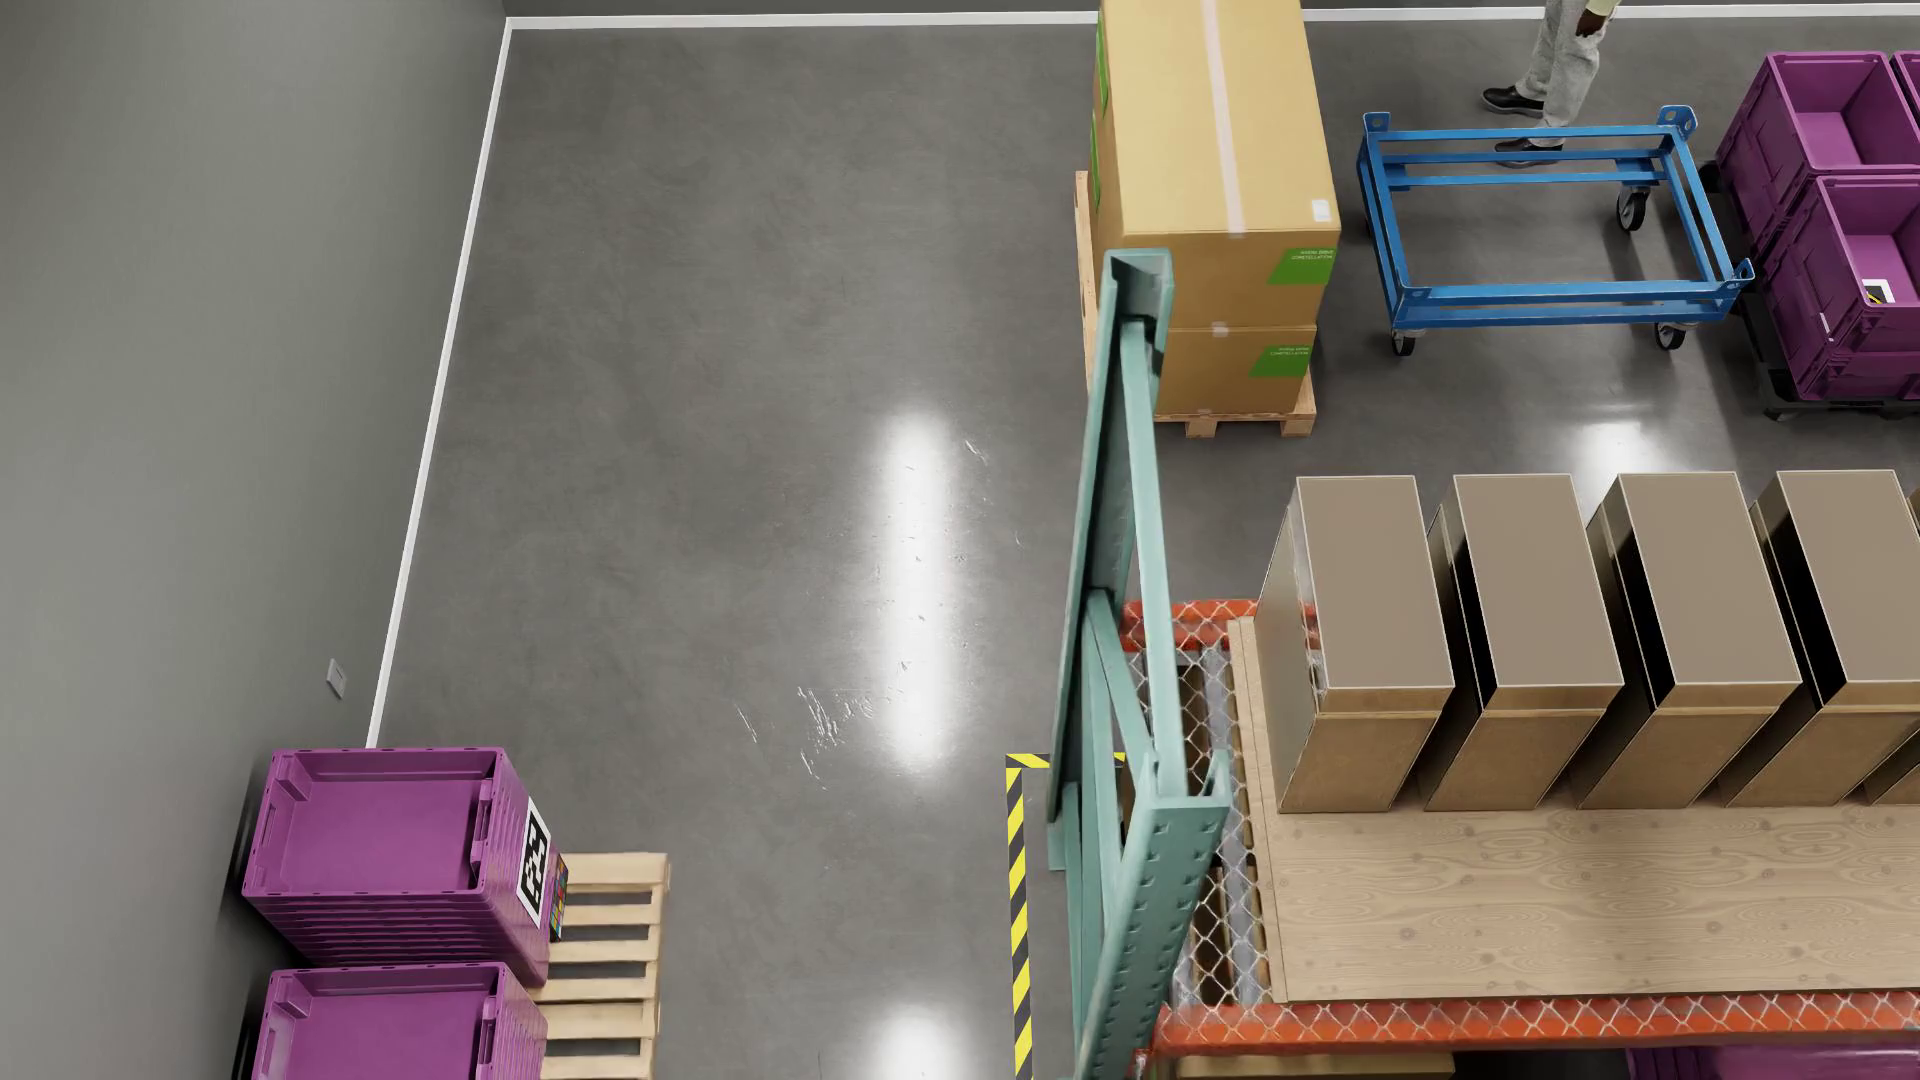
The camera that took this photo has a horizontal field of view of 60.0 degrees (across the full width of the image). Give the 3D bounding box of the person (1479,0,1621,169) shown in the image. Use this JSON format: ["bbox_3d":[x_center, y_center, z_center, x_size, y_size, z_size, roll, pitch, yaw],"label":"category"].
[{"bbox_3d":[2.303,-2.148,6.079,0.403,1.832,0.594,3,58,2],"label":"person"}]
